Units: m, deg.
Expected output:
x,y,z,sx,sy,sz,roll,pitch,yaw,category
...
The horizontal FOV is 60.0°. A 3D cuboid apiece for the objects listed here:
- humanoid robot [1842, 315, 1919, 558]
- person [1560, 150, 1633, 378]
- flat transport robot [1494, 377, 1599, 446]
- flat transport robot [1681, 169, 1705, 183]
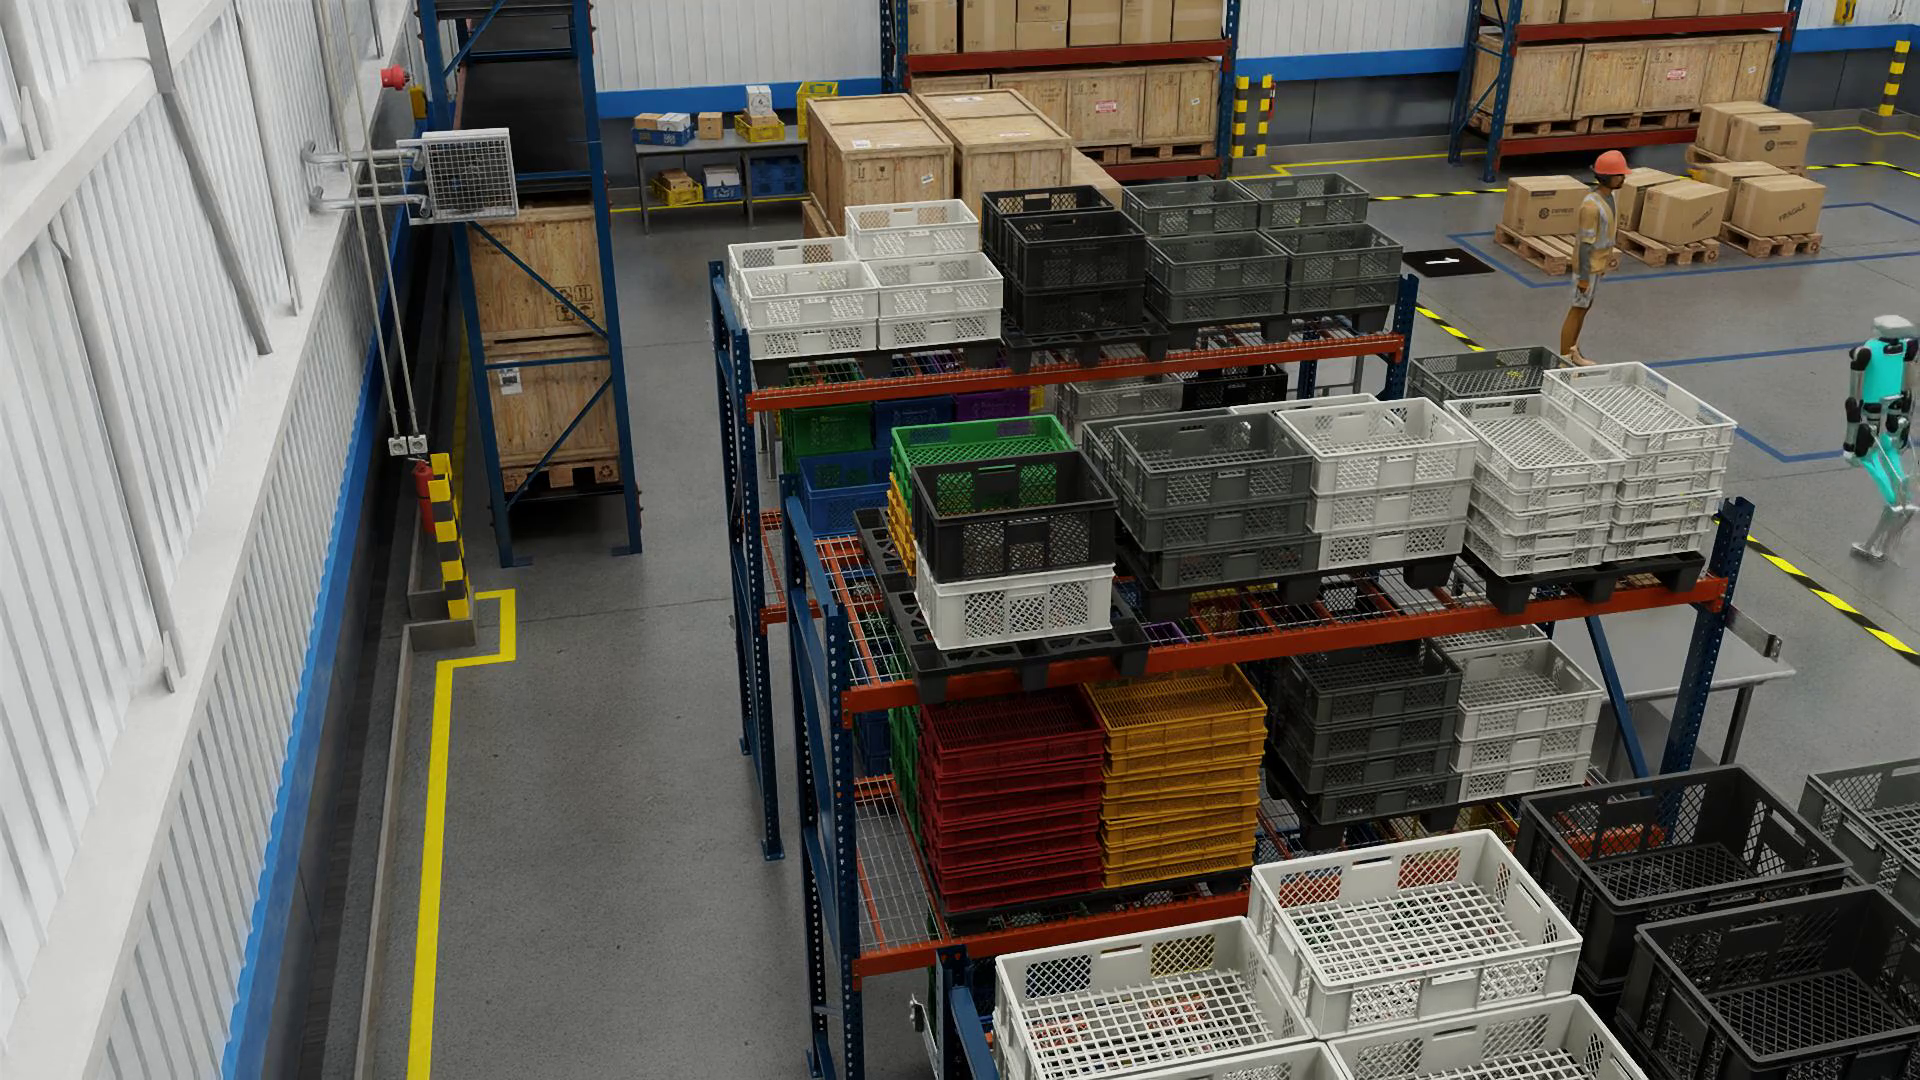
x,y,z,sx,sy,sz,roll,pitch,yaw,category
6.546,-0.621,11.691,0.555,1.813,0.787,-9,29,-17,humanoid robot
5.621,-2.439,14.770,0.366,2.048,0.606,17,32,29,person
4.780,-1.036,14.013,0.659,0.231,1.431,-6,28,-12,flat transport robot
9.610,-4.414,20.392,1.431,0.197,0.652,-6,28,-12,flat transport robot
